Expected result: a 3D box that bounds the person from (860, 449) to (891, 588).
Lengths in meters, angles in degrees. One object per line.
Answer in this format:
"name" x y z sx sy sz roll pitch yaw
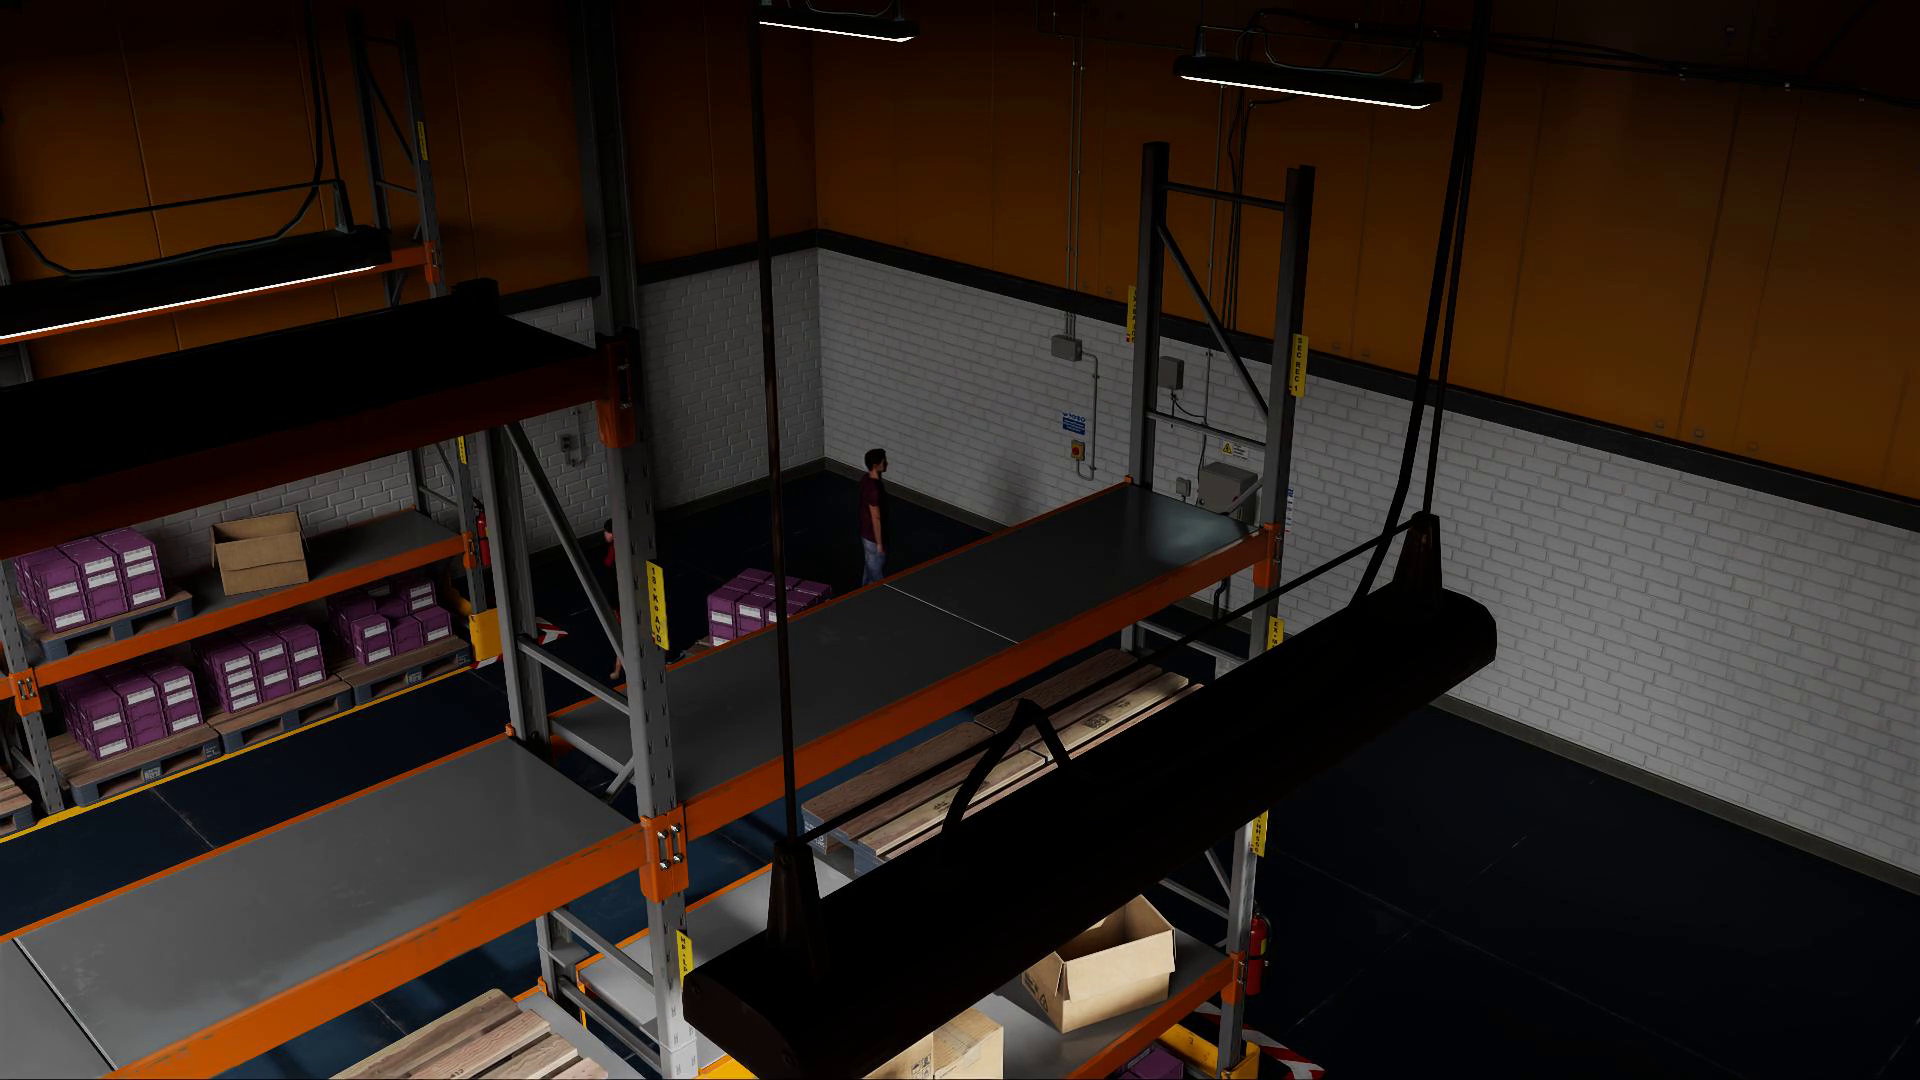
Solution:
"person" -0.854 -0.053 16.755 0.734 1.852 0.732 -6 24 -13
